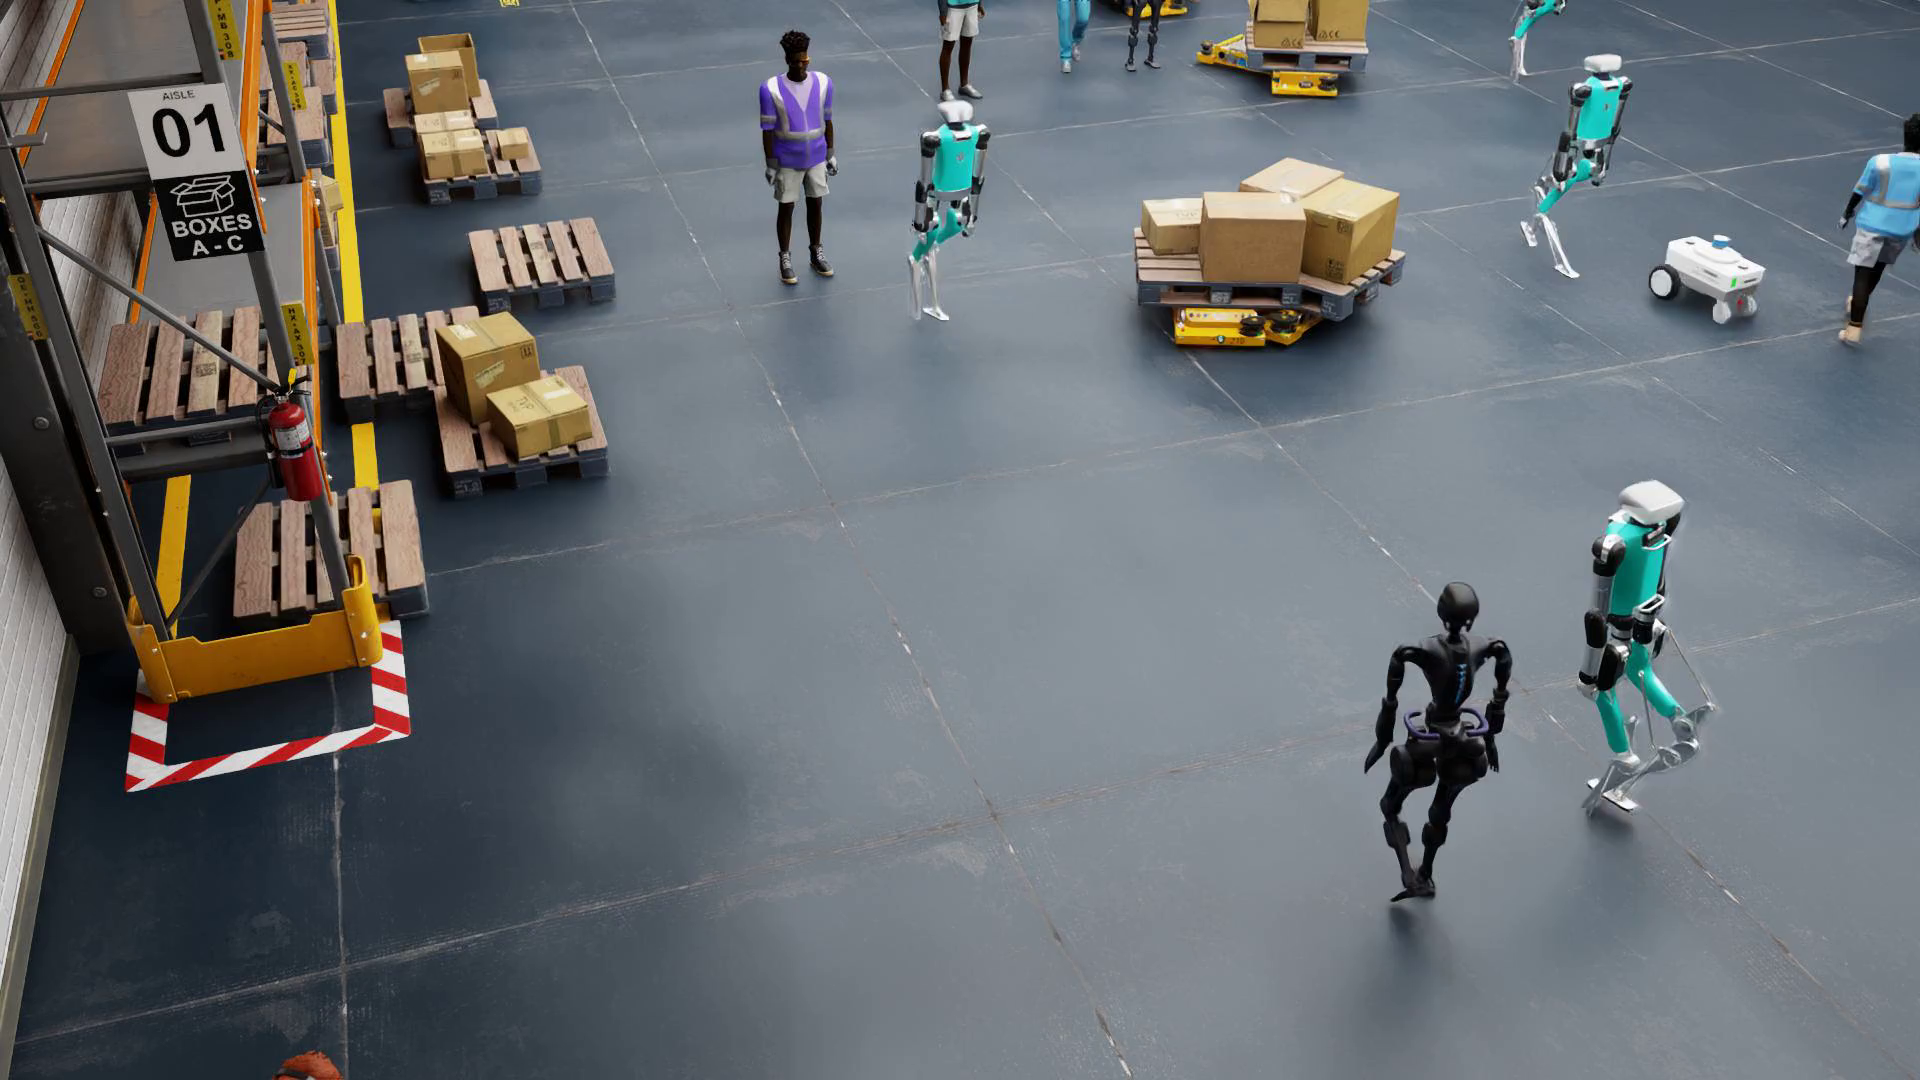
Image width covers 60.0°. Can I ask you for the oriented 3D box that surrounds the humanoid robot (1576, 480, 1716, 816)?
[{"bbox_3d":[3.151,0.637,7.580,0.543,1.830,0.743,-23,40,-31],"label":"humanoid robot"}]

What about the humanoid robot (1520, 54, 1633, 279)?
[{"bbox_3d":[4.750,-3.051,13.204,0.533,1.771,0.979,-13,35,-19],"label":"humanoid robot"}]

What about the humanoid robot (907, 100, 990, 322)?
[{"bbox_3d":[-0.170,-2.384,12.232,0.550,1.836,0.785,-17,37,-24],"label":"humanoid robot"}]

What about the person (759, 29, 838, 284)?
[{"bbox_3d":[-1.230,-2.958,12.843,0.608,1.964,0.367,-15,36,-21],"label":"person"}]

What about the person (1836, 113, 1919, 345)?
[{"bbox_3d":[6.710,-2.267,12.067,0.569,1.647,0.871,6,34,9],"label":"person"}]

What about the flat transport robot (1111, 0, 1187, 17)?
[{"bbox_3d":[2.117,-6.525,19.866,0.659,0.231,1.431,-10,35,-16],"label":"flat transport robot"}]

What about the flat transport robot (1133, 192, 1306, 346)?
[{"bbox_3d":[1.941,-1.879,12.740,0.659,0.231,1.431,2,33,2],"label":"flat transport robot"}]

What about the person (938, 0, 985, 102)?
[{"bbox_3d":[-0.005,-5.331,16.507,0.551,1.939,0.434,-23,39,-31],"label":"person"}]

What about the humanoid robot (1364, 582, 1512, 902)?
[{"bbox_3d":[2.085,0.915,7.163,0.588,1.641,0.459,-3,33,-4],"label":"humanoid robot"}]

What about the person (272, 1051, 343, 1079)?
[{"bbox_3d":[-1.780,2.202,5.003,0.583,1.882,0.337,6,34,9],"label":"person"}]

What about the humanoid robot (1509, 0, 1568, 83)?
[{"bbox_3d":[5.924,-5.555,17.089,0.550,1.813,0.818,-16,36,-23],"label":"humanoid robot"}]

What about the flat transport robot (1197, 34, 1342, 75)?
[{"bbox_3d":[3.308,-5.130,17.727,1.431,0.231,0.659,24,40,32],"label":"flat transport robot"}]

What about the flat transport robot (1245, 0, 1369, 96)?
[{"bbox_3d":[3.591,-4.973,17.485,0.659,0.231,1.431,4,33,6],"label":"flat transport robot"}]

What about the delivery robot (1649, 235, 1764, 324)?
[{"bbox_3d":[5.734,-2.035,12.735,0.499,0.612,0.813,-15,36,-21],"label":"delivery robot"}]

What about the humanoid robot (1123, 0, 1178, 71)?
[{"bbox_3d":[1.992,-5.771,17.406,0.599,1.659,0.315,-11,35,-16],"label":"humanoid robot"}]

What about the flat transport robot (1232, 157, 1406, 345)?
[{"bbox_3d":[2.601,-1.898,12.770,0.659,0.231,1.431,24,40,32],"label":"flat transport robot"}]

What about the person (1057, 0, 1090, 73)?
[{"bbox_3d":[1.173,-5.837,17.372,0.572,1.831,0.443,-2,33,-2],"label":"person"}]
